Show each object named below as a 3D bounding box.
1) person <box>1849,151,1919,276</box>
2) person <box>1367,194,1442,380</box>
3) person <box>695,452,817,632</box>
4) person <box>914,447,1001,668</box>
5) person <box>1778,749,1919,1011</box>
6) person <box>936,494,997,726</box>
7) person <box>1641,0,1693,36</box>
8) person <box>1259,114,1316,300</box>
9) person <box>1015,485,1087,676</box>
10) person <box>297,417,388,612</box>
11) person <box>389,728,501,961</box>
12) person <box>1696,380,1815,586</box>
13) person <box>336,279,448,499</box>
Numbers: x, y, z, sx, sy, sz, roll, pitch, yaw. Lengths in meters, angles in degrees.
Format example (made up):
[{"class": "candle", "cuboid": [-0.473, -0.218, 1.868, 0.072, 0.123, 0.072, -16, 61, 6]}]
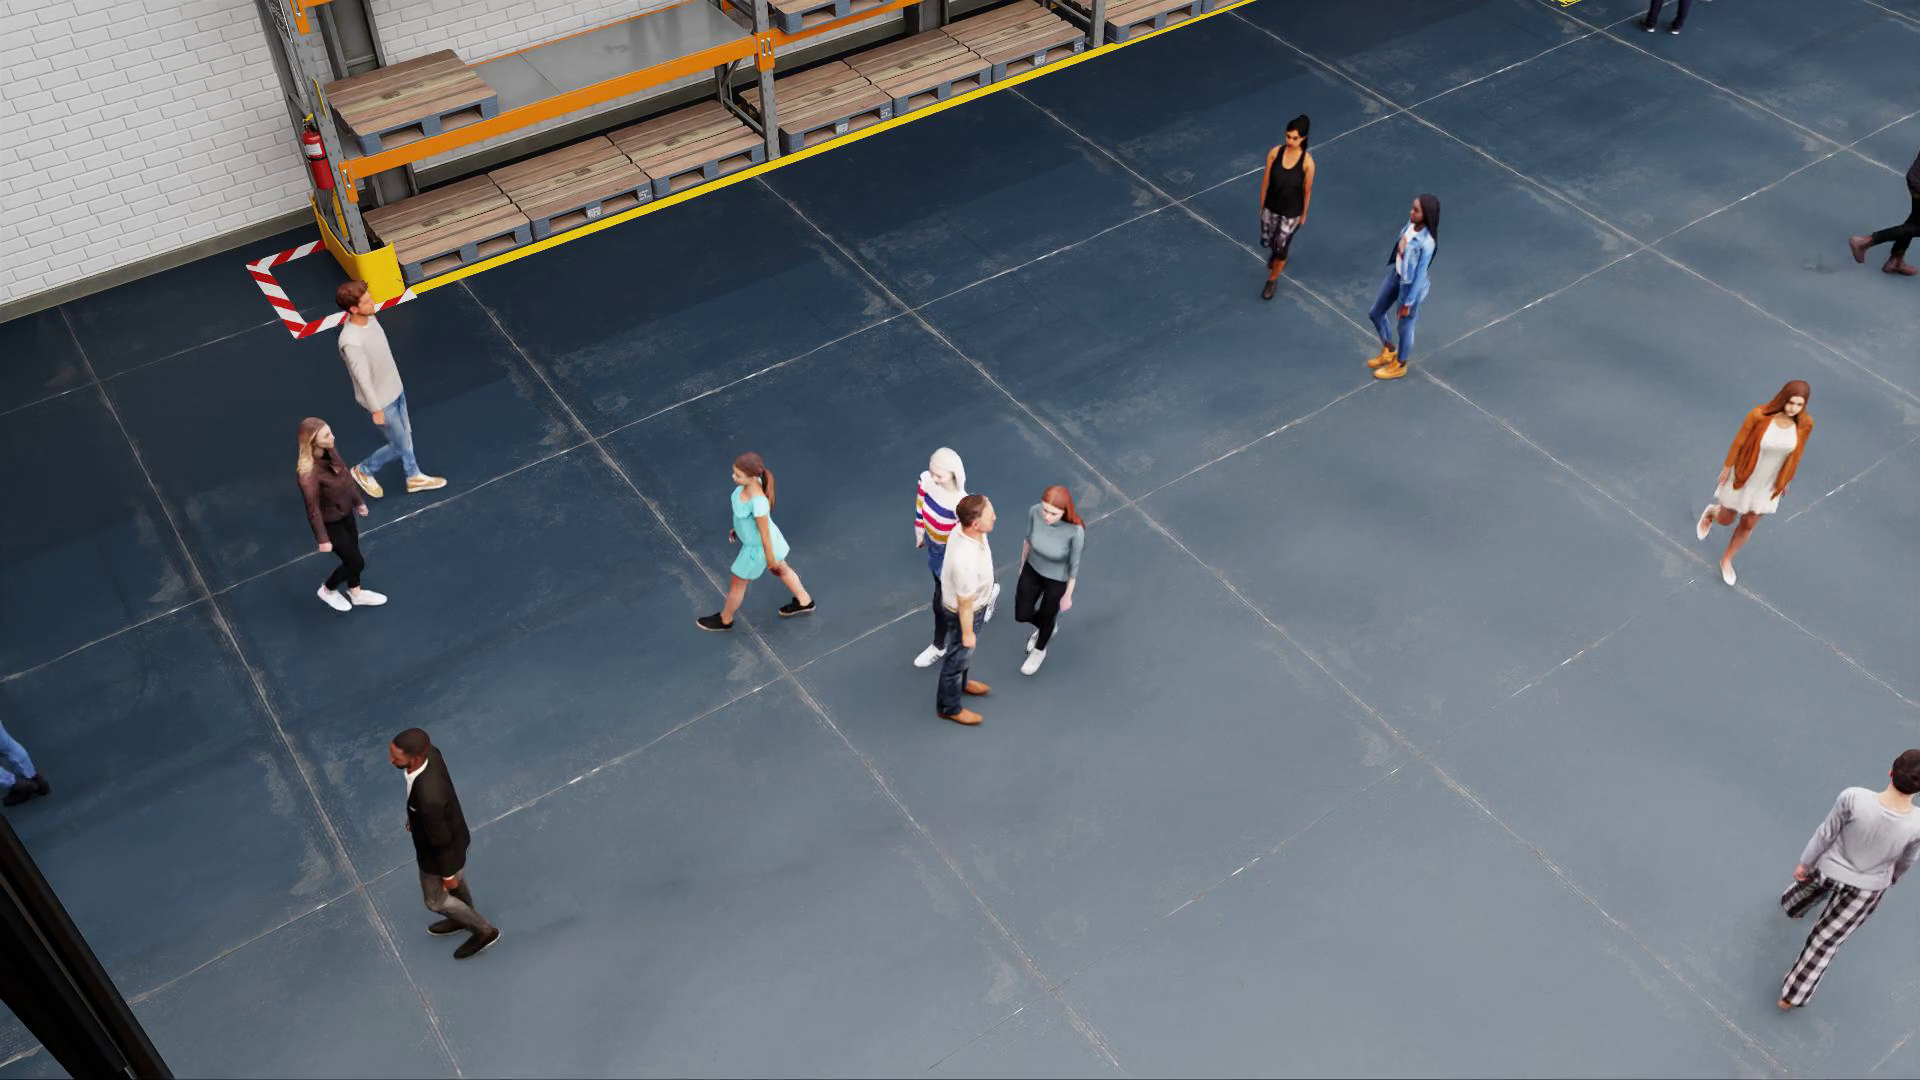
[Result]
[{"class": "person", "cuboid": [8.115, -3.026, 14.099, 1.057, 1.820, 1.015, 11, 45, 11]}, {"class": "person", "cuboid": [3.601, -1.978, 13.083, 0.743, 1.704, 0.728, -6, 44, -6]}, {"class": "person", "cuboid": [-1.273, 0.004, 11.139, 1.119, 1.516, 0.859, -6, 44, -7]}, {"class": "person", "cuboid": [-0.017, 0.040, 10.904, 1.054, 1.787, 0.753, -33, 52, -29]}, {"class": "person", "cuboid": [4.785, 1.873, 8.973, 0.954, 1.797, 1.255, 24, 49, 23]}, {"class": "person", "cuboid": [0.011, 0.418, 10.463, 0.807, 1.847, 0.752, 7, 44, 7]}, {"class": "person", "cuboid": [7.632, -6.237, 17.455, 0.707, 1.839, 0.758, 8, 44, 8]}, {"class": "person", "cuboid": [2.770, -2.842, 14.028, 0.779, 1.651, 0.898, 20, 47, 20]}, {"class": "person", "cuboid": [0.632, 0.216, 10.768, 0.717, 1.721, 0.747, 31, 52, 29]}, {"class": "person", "cuboid": [-4.278, -0.151, 11.176, 0.841, 1.688, 0.781, 1, 44, 1]}, {"class": "person", "cuboid": [-2.826, 1.640, 9.218, 0.751, 1.796, 0.766, -12, 45, -12]}, {"class": "person", "cuboid": [5.502, -0.484, 11.513, 0.873, 1.707, 0.932, 6, 44, 7]}, {"class": "person", "cuboid": [-4.248, -1.042, 11.962, 1.020, 1.895, 0.920, -1, 44, -1]}]
